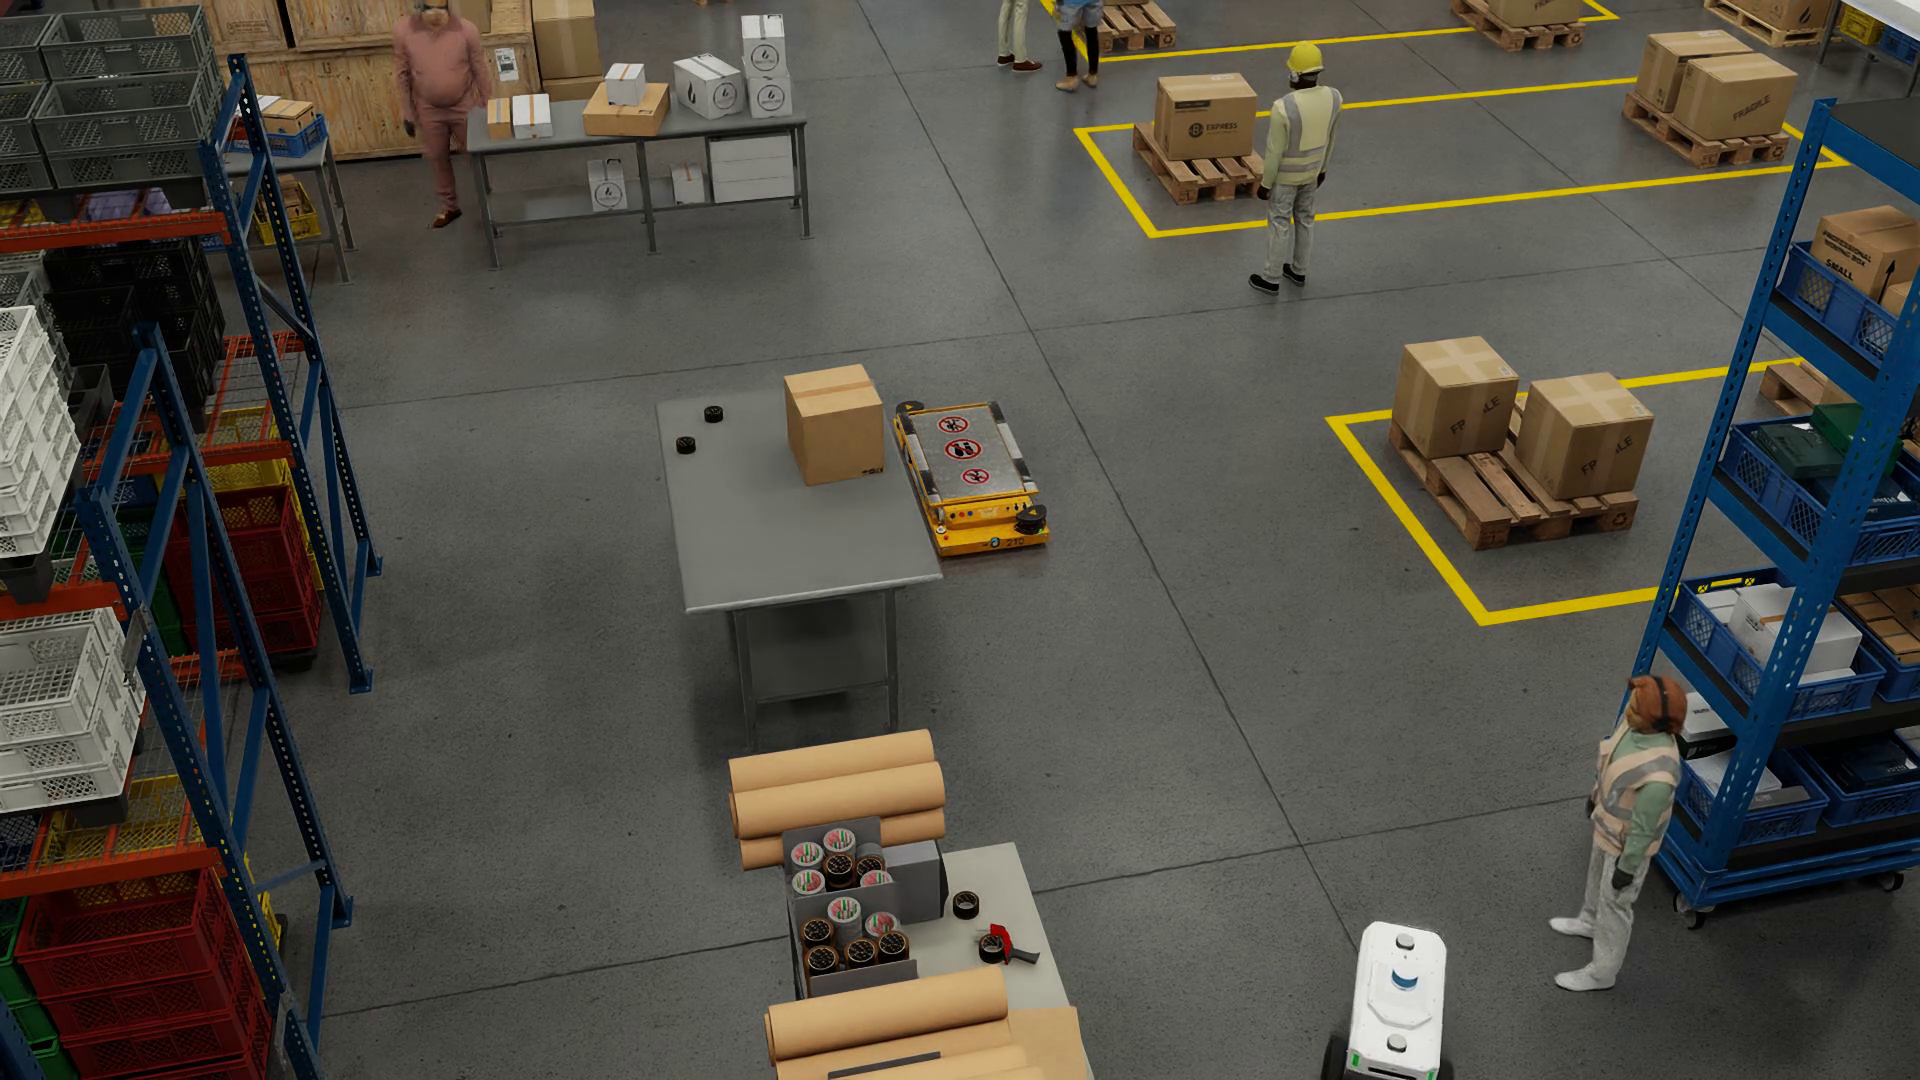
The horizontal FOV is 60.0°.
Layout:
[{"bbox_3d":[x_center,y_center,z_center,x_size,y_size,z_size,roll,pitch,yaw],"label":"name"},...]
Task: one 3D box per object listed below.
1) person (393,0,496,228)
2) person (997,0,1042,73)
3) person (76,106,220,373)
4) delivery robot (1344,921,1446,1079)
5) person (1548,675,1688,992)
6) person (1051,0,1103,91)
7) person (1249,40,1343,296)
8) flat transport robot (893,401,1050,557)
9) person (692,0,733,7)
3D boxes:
[{"bbox_3d":[-3.876,-3.280,12.600,0.704,1.888,0.429,-7,37,-9],"label":"person"},{"bbox_3d":[0.535,-5.255,15.269,0.327,1.865,0.517,-23,42,-28],"label":"person"},{"bbox_3d":[-5.293,-1.870,10.662,0.629,1.934,0.376,2,37,2],"label":"person"},{"bbox_3d":[1.759,1.880,6.692,0.477,0.478,0.707,9,38,13],"label":"delivery robot"},{"bbox_3d":[2.707,1.193,6.799,0.316,1.633,0.509,6,37,9],"label":"person"},{"bbox_3d":[1.076,-4.862,14.902,0.575,1.679,0.340,-17,40,-21],"label":"person"},{"bbox_3d":[2.353,-2.615,11.748,0.600,1.829,0.404,-20,41,-24],"label":"person"},{"bbox_3d":[0.046,-0.430,10.108,0.652,0.197,1.431,-8,37,-10],"label":"flat transport robot"},{"bbox_3d":[-2.564,-6.322,16.726,0.623,1.839,0.429,-13,39,-17],"label":"person"}]
